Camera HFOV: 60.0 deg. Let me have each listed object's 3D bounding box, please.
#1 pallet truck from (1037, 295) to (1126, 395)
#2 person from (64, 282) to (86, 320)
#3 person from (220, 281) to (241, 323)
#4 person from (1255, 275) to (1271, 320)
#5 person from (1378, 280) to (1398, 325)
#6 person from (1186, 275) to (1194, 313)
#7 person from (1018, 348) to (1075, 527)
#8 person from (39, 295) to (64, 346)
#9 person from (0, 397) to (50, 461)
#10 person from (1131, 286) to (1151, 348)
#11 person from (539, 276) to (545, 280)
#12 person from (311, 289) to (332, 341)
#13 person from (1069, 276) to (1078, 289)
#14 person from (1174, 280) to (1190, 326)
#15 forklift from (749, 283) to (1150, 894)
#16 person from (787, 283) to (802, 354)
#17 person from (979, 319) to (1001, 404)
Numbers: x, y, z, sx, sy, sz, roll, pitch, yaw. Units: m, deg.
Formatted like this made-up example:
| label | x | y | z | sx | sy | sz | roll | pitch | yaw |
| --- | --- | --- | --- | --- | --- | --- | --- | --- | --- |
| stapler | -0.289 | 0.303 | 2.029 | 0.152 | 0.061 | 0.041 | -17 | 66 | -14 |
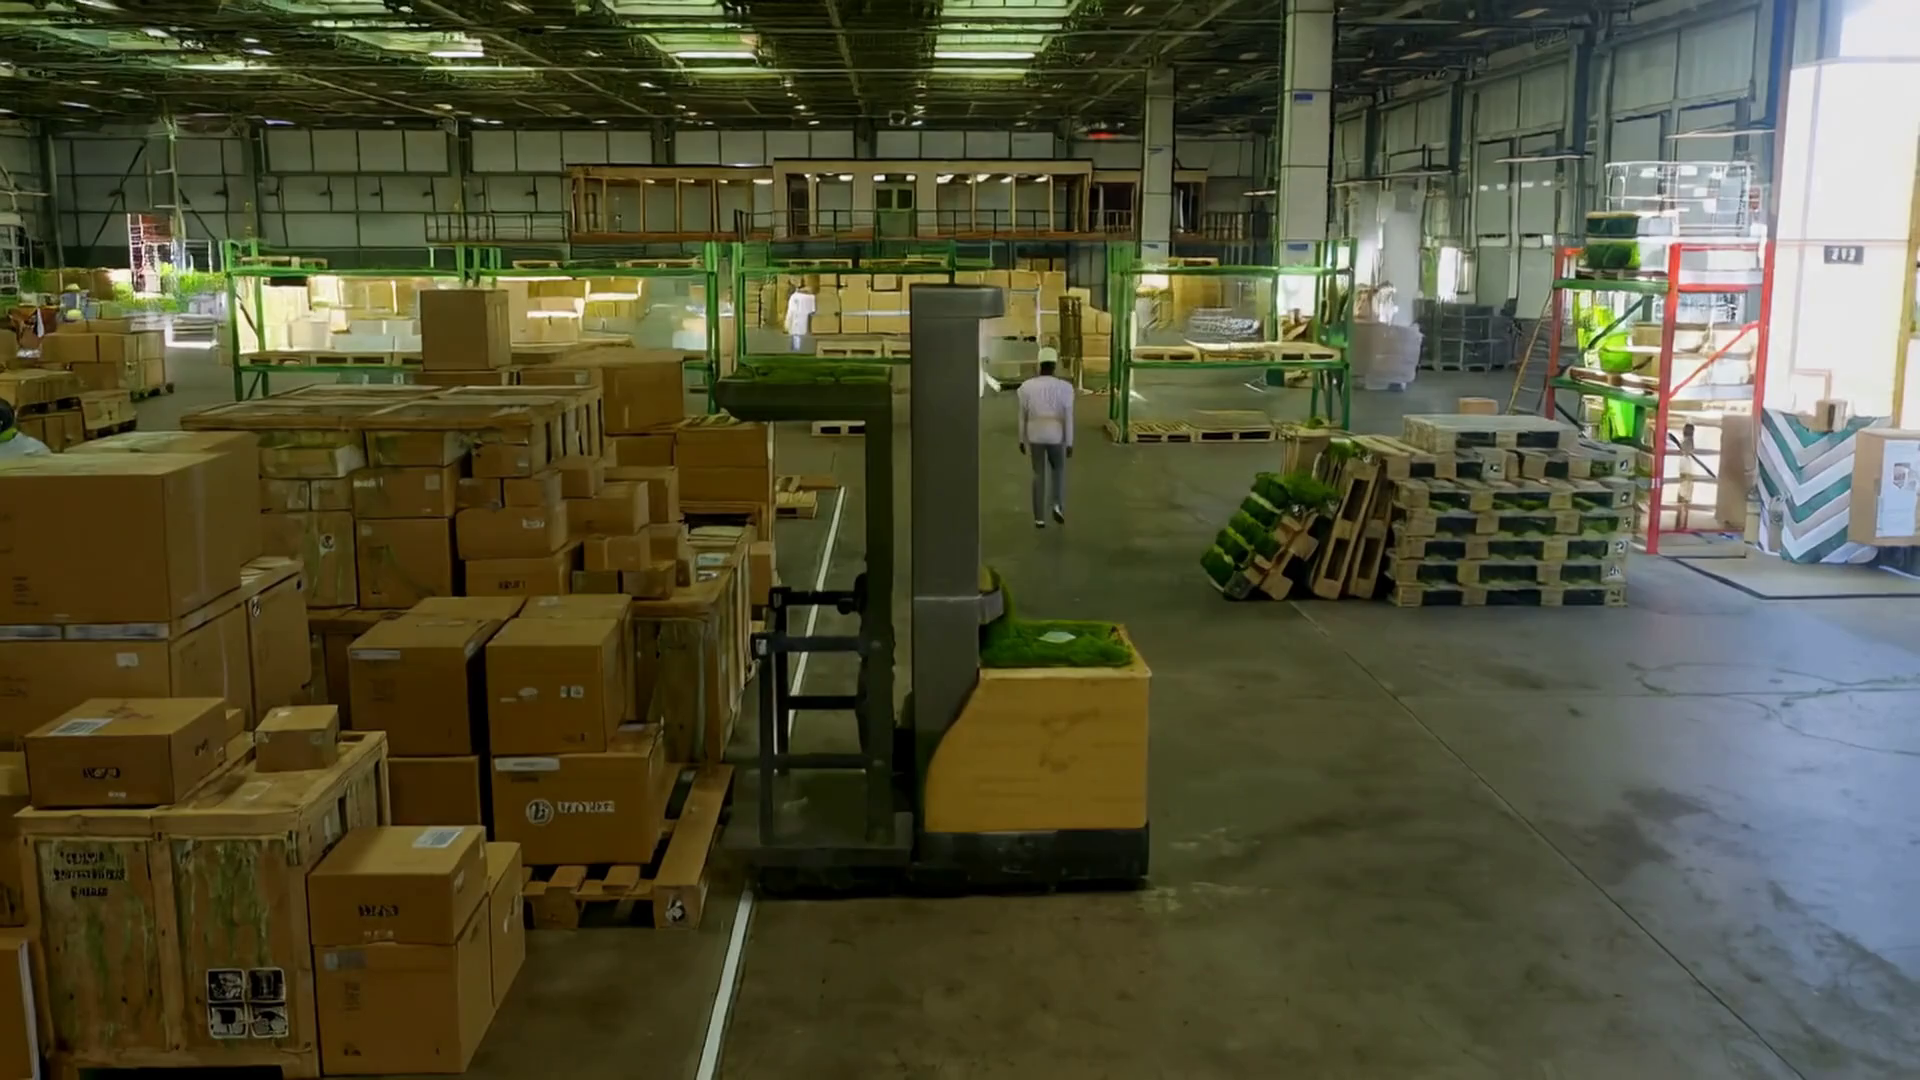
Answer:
| label | x | y | z | sx | sy | sz | roll | pitch | yaw |
| --- | --- | --- | --- | --- | --- | --- | --- | --- | --- |
| pallet truck | 2.483 | -3.881 | 33.060 | 1.885 | 1.965 | 0.823 | -7 | 13 | -36 |
| person | -23.857 | -5.978 | 44.905 | 0.543 | 1.939 | 0.370 | 1 | 10 | 3 |
| person | -20.861 | -6.464 | 47.617 | 0.544 | 1.939 | 0.372 | -3 | 11 | -15 |
| person | 10.823 | -8.587 | 59.466 | 0.618 | 1.925 | 0.811 | -10 | 14 | -44 |
| person | 13.605 | -7.356 | 52.886 | 0.640 | 1.830 | 0.579 | 4 | 11 | 22 |
| person | 9.782 | -10.651 | 70.808 | 0.404 | 1.987 | 0.611 | 9 | 13 | 39 |
| person | 0.923 | -1.099 | 17.817 | 0.599 | 1.905 | 0.583 | 1 | 10 | 3 |
| person | -19.790 | -4.395 | 36.282 | 0.509 | 1.872 | 0.329 | -4 | 11 | -19 |
| person | -6.865 | -0.079 | 12.043 | 0.635 | 1.937 | 0.352 | 1 | 10 | 4 |
| person | 4.542 | -5.501 | 42.353 | 0.574 | 1.896 | 0.930 | -9 | 13 | -40 |
| person | -15.532 | -8.970 | 61.947 | 0.517 | 1.804 | 0.920 | -6 | 12 | -30 |
| person | -17.087 | -5.825 | 44.540 | 0.522 | 1.769 | 0.310 | -2 | 10 | -12 |
| person | 3.807 | -7.954 | 56.066 | 0.337 | 1.882 | 0.584 | -7 | 12 | -34 |
| person | 8.029 | -8.613 | 60.197 | 0.835 | 1.701 | 0.509 | 7 | 12 | 32 |
| forklift | -0.057 | 0.174 | 8.009 | 1.873 | 2.768 | 1.129 | 0 | 10 | -2 |
| person | -4.420 | -5.867 | 44.300 | 0.369 | 1.935 | 0.630 | -4 | 11 | -20 |
| person | 0.458 | -3.462 | 31.208 | 0.618 | 1.827 | 0.626 | -3 | 11 | -17 |
